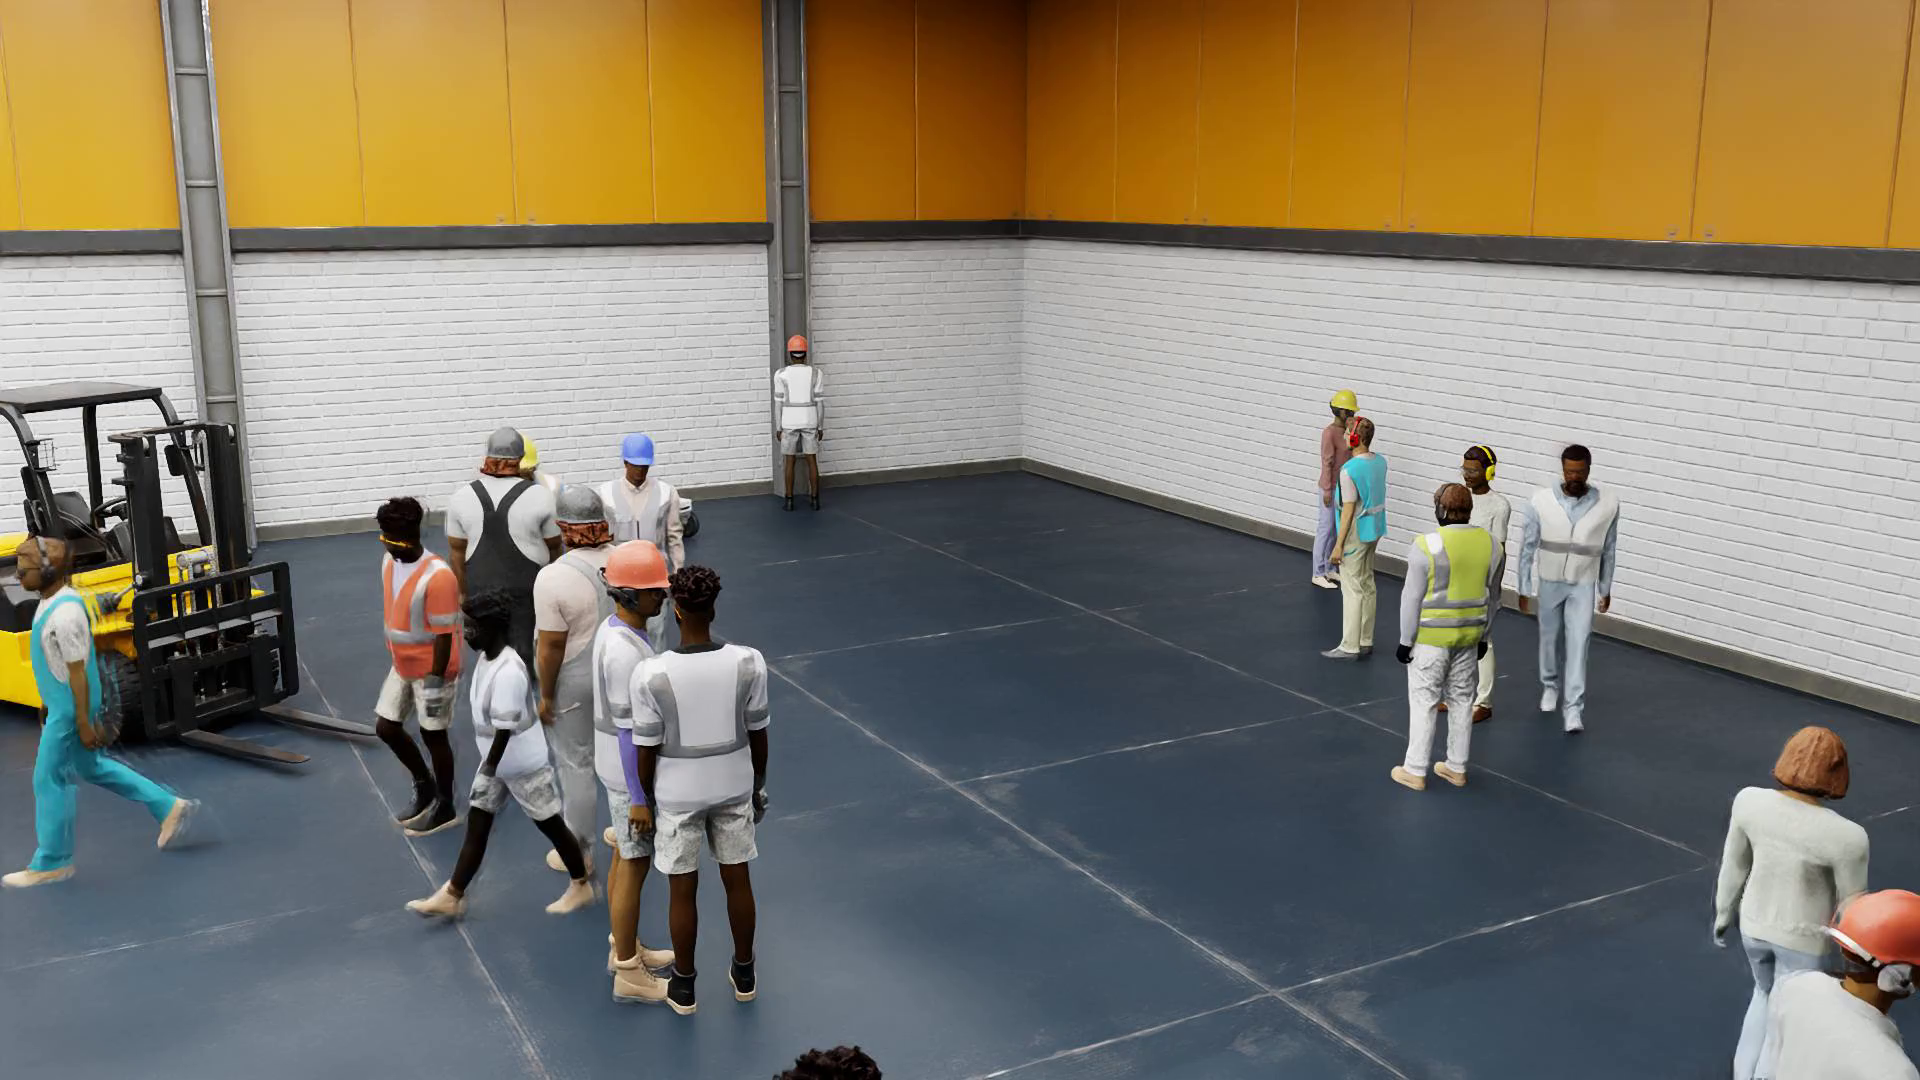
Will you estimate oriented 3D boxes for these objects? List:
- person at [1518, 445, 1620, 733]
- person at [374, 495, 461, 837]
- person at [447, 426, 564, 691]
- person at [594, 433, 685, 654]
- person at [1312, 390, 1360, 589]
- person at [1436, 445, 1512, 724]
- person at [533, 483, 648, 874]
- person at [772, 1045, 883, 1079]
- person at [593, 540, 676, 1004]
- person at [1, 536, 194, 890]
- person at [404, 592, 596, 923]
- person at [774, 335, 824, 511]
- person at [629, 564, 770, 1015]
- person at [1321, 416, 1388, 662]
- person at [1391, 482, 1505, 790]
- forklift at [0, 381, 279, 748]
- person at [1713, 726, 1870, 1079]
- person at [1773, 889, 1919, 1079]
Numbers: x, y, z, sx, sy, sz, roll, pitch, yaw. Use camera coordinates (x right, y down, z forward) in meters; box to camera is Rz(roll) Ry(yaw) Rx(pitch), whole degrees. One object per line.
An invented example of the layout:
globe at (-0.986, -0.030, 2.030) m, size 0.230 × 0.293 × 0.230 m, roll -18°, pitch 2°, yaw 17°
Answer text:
person at (3.987, 0.303, 10.948) m, size 0.605 × 1.863 × 0.941 m, roll 4°, pitch 13°, yaw 18°
person at (-2.932, 0.686, 8.987) m, size 0.684 × 1.932 × 0.445 m, roll 10°, pitch 16°, yaw 40°
person at (-2.890, 0.253, 10.776) m, size 0.693 × 2.000 × 0.748 m, roll 1°, pitch 12°, yaw 3°
person at (-2.143, 0.235, 11.108) m, size 0.618 × 1.936 × 0.434 m, roll -4°, pitch 13°, yaw -18°
person at (3.358, -0.457, 14.758) m, size 0.328 × 1.765 × 0.532 m, roll 8°, pitch 15°, yaw 34°
person at (3.407, 0.290, 11.042) m, size 0.333 × 1.860 × 0.509 m, roll -5°, pitch 13°, yaw -21°
person at (-1.960, 0.705, 8.655) m, size 0.539 × 2.000 × 0.689 m, roll 10°, pitch 15°, yaw 38°
person at (-0.237, 1.892, 3.285) m, size 0.608 × 1.958 × 0.386 m, roll 1°, pitch 12°, yaw 5°
person at (-1.395, 0.999, 7.273) m, size 0.391 × 2.040 × 0.615 m, roll -3°, pitch 12°, yaw -14°
person at (-4.488, 0.846, 8.531) m, size 0.858 × 1.819 × 0.511 m, roll -6°, pitch 14°, yaw -27°
person at (-2.194, 1.057, 7.941) m, size 0.898 × 1.636 × 0.535 m, roll -7°, pitch 14°, yaw -31°
person at (-1.760, -1.278, 18.232) m, size 0.541 × 1.928 × 0.398 m, roll -2°, pitch 12°, yaw -9°
person at (-1.107, 1.066, 7.139) m, size 0.606 × 1.966 × 0.367 m, roll -5°, pitch 13°, yaw -23°
person at (2.981, -0.007, 12.451) m, size 0.389 × 1.847 × 0.567 m, roll 10°, pitch 15°, yaw 38°
person at (2.864, 0.569, 9.803) m, size 0.639 × 1.830 × 0.429 m, roll -4°, pitch 13°, yaw -19°
forklift at (-5.853, 0.085, 11.199) m, size 2.313 × 2.155 × 1.214 m, roll 7°, pitch 14°, yaw 28°
person at (3.052, 1.459, 6.099) m, size 0.386 × 1.617 × 0.532 m, roll -7°, pitch 14°, yaw -31°
person at (2.376, 1.755, 4.453) m, size 0.370 × 1.734 × 0.593 m, roll 0°, pitch 12°, yaw 2°
